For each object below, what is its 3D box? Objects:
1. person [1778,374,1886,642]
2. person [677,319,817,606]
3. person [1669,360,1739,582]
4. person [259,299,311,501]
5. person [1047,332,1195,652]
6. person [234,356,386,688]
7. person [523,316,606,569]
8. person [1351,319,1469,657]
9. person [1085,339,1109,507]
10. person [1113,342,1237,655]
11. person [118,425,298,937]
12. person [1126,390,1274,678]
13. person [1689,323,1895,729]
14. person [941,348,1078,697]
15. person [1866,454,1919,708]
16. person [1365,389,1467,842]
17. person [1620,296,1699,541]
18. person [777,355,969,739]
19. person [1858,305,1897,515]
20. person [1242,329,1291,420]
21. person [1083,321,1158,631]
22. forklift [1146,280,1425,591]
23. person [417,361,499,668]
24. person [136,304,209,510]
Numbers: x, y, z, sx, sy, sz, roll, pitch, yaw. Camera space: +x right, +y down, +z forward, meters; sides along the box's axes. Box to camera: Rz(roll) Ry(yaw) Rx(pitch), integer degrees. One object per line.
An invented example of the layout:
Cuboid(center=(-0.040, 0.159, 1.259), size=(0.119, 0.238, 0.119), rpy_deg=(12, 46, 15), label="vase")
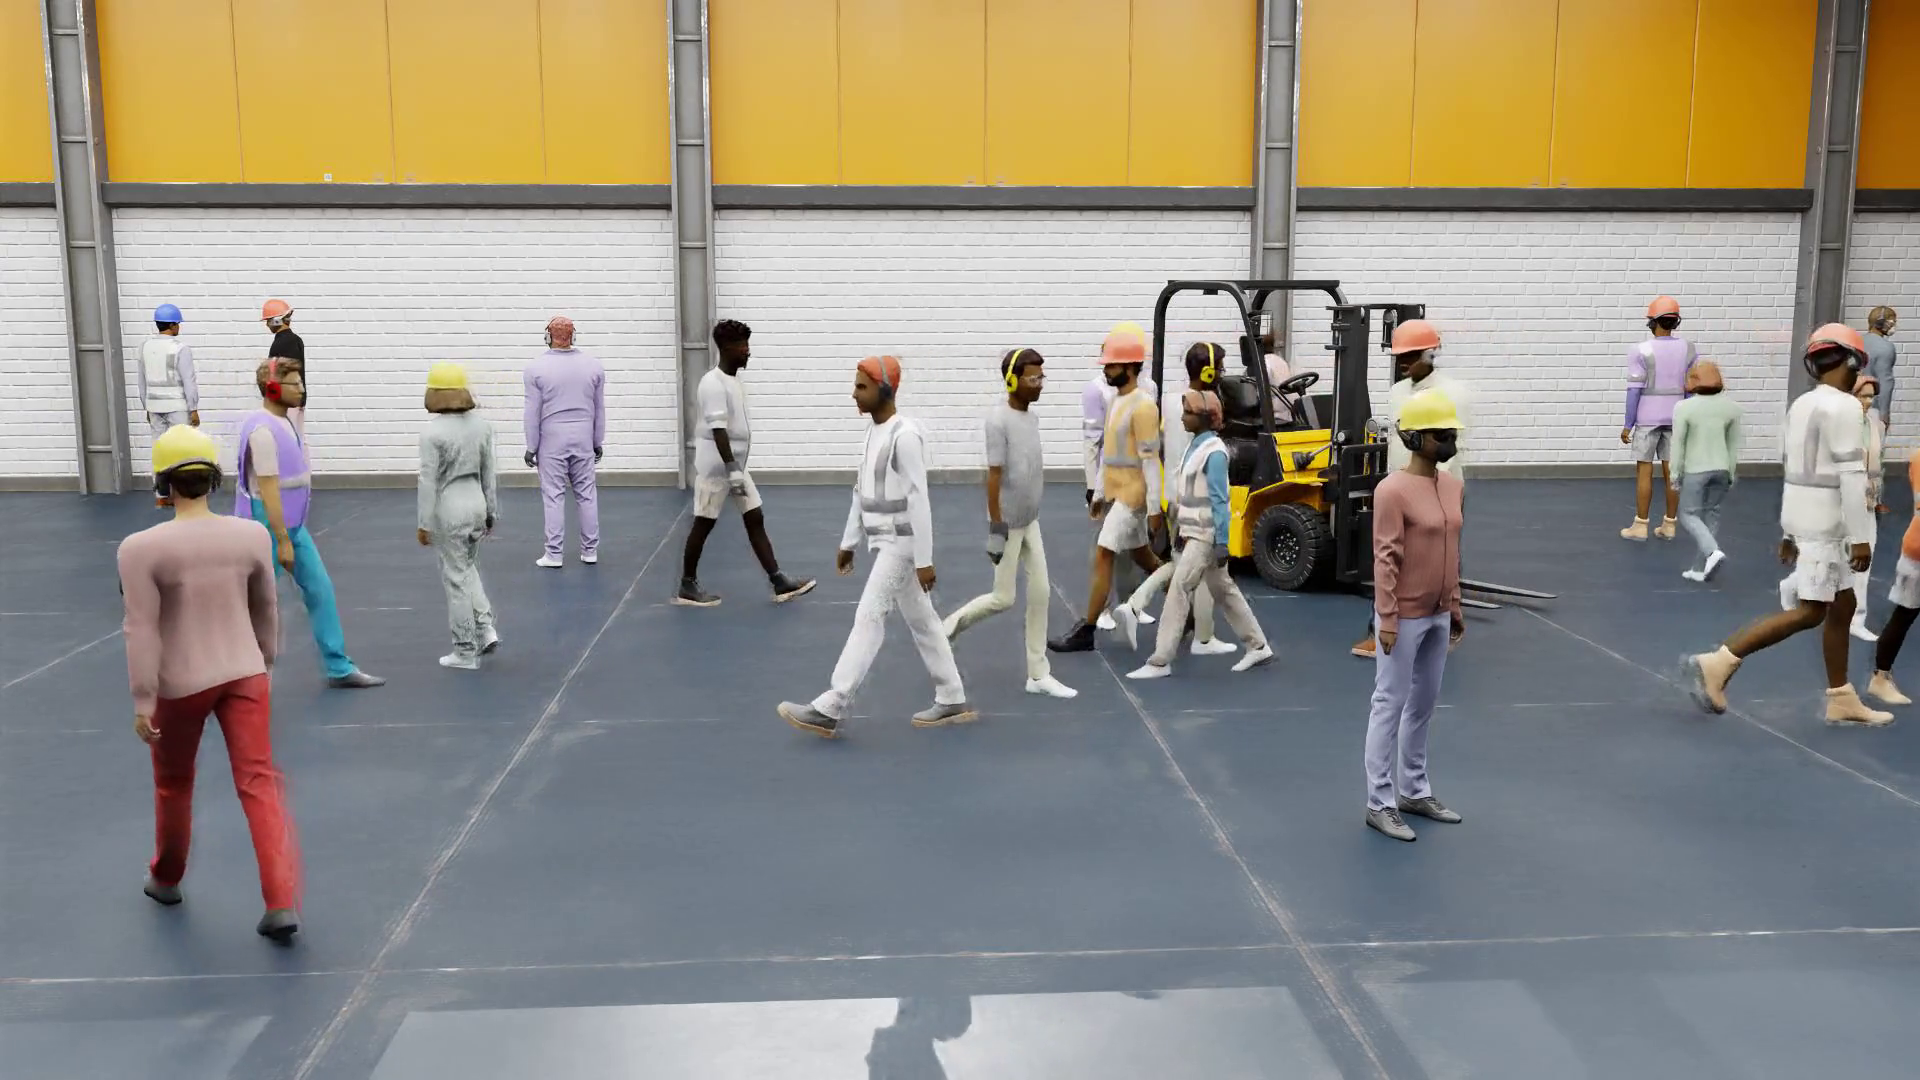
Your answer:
Cuboid(center=(5.402, -0.214, 10.212), size=(0.526, 1.619, 0.577), rpy_deg=(-3, 10, -19), label="person")
Cuboid(center=(-1.456, -0.492, 11.029), size=(0.989, 1.915, 0.613), rpy_deg=(2, 9, 15), label="person")
Cuboid(center=(5.328, -0.465, 11.820), size=(0.516, 1.612, 0.600), rpy_deg=(-1, 9, -7), label="person")
Cuboid(center=(-6.494, -1.322, 16.032), size=(0.388, 1.987, 0.608), rpy_deg=(-1, 9, -5), label="person")
Cuboid(center=(1.029, -0.280, 9.808), size=(1.003, 1.900, 0.554), rpy_deg=(-2, 9, -11), label="person")
Cuboid(center=(-3.609, -0.059, 8.698), size=(0.960, 1.804, 0.585), rpy_deg=(-1, 9, -9), label="person")
Cuboid(center=(-3.006, -0.737, 12.620), size=(0.645, 1.904, 0.408), rpy_deg=(-6, 11, -35), label="person")
Cuboid(center=(2.574, -0.272, 9.513), size=(0.828, 1.951, 0.605), rpy_deg=(-7, 11, -36), label="person")
Cuboid(center=(1.412, -1.097, 15.780), size=(0.635, 1.610, 0.516), rpy_deg=(0, 9, 0), label="person")
Cuboid(center=(1.259, -0.219, 9.566), size=(0.713, 1.840, 0.519), rpy_deg=(-5, 10, -27), label="person")
Cuboid(center=(-2.535, 0.471, 5.622), size=(0.931, 1.716, 0.536), rpy_deg=(9, 13, 44), label="person")
Cuboid(center=(1.371, -0.025, 9.158), size=(0.852, 1.606, 0.533), rpy_deg=(-1, 9, -5), label="person")
Cuboid(center=(4.124, -0.068, 8.157), size=(0.890, 1.987, 0.644), rpy_deg=(2, 9, 13), label="person")
Cuboid(center=(0.229, -0.094, 8.789), size=(0.788, 1.843, 0.517), rpy_deg=(6, 11, 31), label="person")
Cuboid(center=(4.949, 0.081, 8.256), size=(0.535, 1.650, 0.878), rpy_deg=(-3, 10, -18), label="person")
Cuboid(center=(1.825, 0.289, 6.598), size=(0.525, 1.772, 0.308), rpy_deg=(-8, 12, -40), label="person")
Cuboid(center=(5.800, -1.003, 13.852), size=(0.607, 2.044, 0.375), rpy_deg=(-1, 9, -8), label="person")
Cuboid(center=(-0.388, 0.035, 7.992), size=(0.995, 1.826, 0.590), rpy_deg=(-2, 9, -15), label="person")
Cuboid(center=(8.464, -1.210, 15.491), size=(0.374, 1.934, 0.628), rpy_deg=(0, 9, -1), label="person")
Cuboid(center=(2.437, -0.875, 13.822), size=(0.961, 1.788, 0.657), rpy_deg=(7, 11, 37), label="person")
Cuboid(center=(1.031, -0.403, 10.443), size=(0.595, 1.925, 0.372), rpy_deg=(-7, 11, -37), label="person")
Cuboid(center=(2.301, -0.860, 12.475), size=(1.214, 2.155, 2.313), rpy_deg=(-6, 11, -35), label="forklift")
Cuboid(center=(-2.849, -0.135, 9.346), size=(0.354, 1.730, 0.505), rpy_deg=(5, 10, 30), label="person")
Cuboid(center=(-7.433, -1.248, 15.688), size=(0.615, 1.945, 0.404), rpy_deg=(3, 10, 18), label="person")
